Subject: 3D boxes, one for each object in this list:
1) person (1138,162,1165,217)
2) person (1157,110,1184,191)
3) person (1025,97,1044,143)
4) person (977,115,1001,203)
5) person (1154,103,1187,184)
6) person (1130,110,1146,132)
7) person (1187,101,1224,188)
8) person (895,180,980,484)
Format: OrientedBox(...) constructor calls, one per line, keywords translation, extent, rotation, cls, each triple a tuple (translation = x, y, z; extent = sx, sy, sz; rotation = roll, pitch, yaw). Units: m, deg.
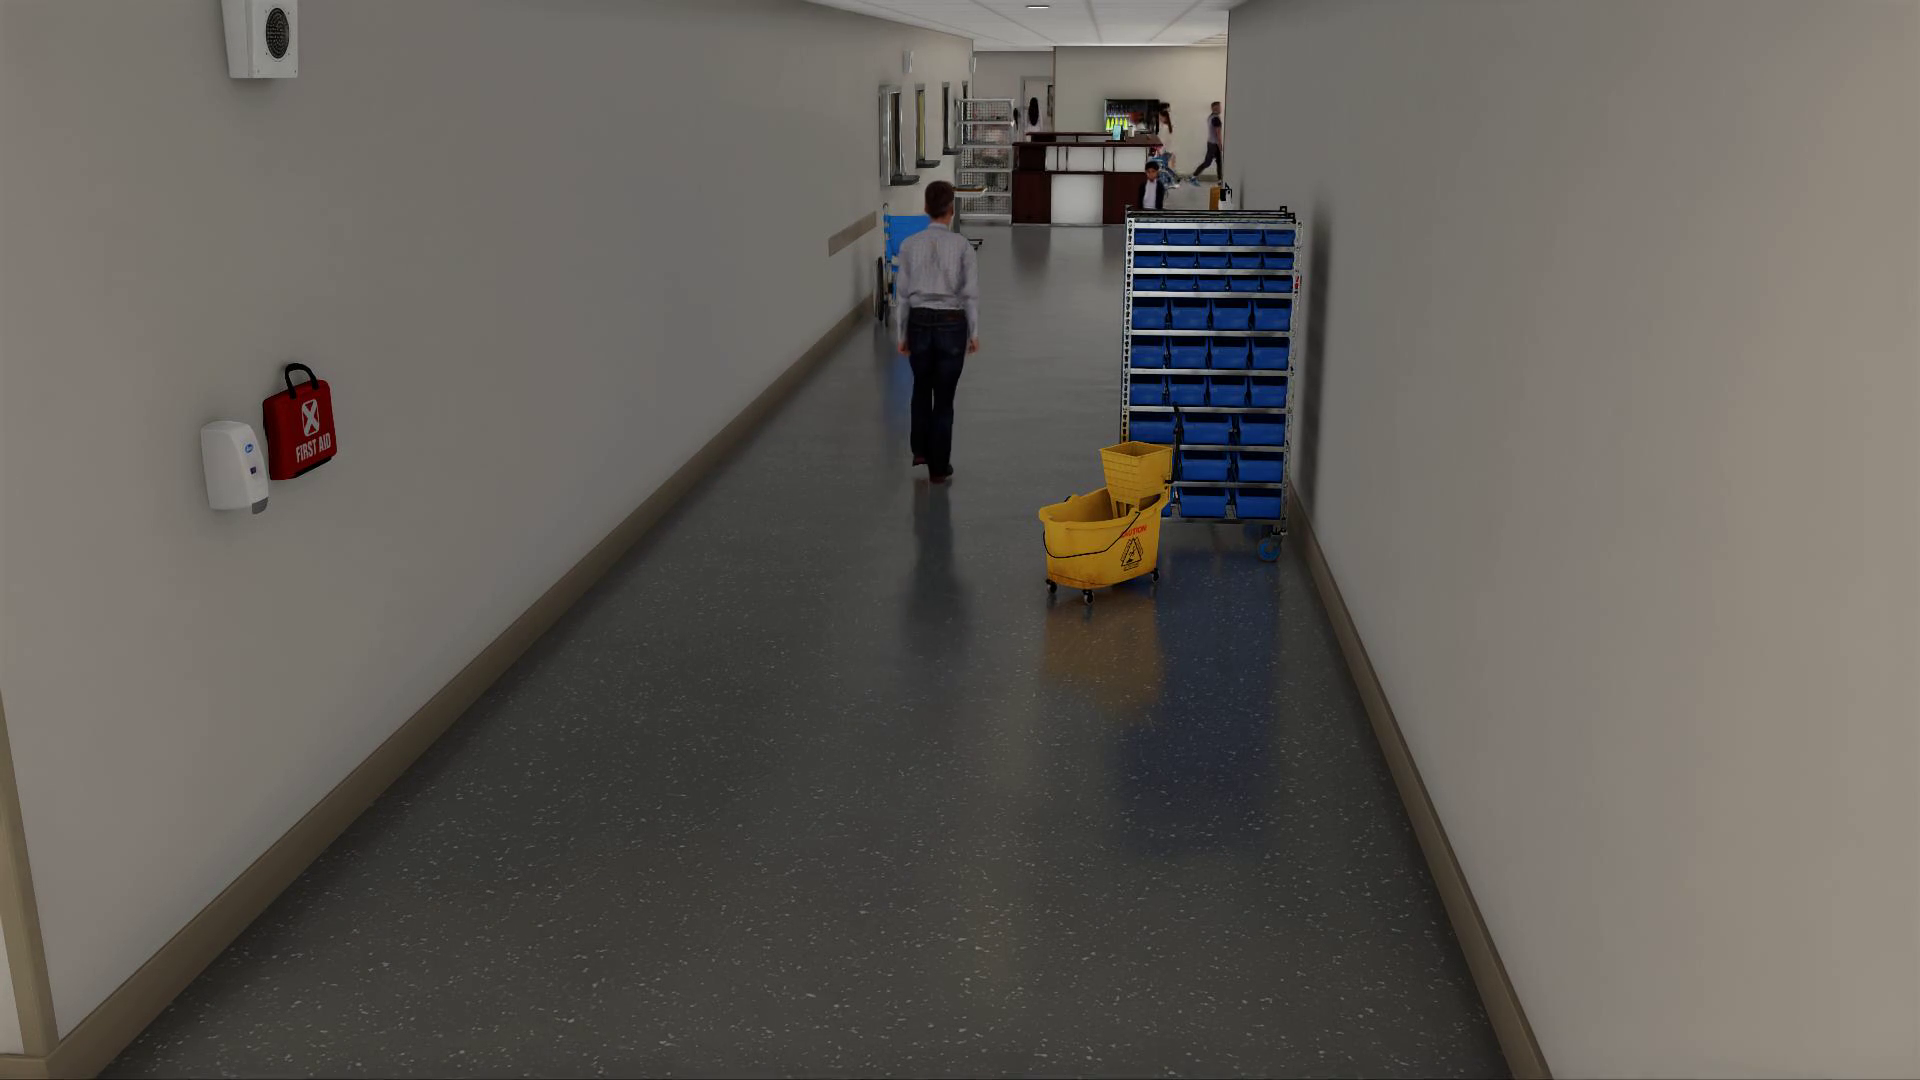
OrientedBox(translation=(2.643, -4.641, 23.152), extent=(0.694, 1.206, 0.605), rotation=(3, 16, 11), cls="person")
OrientedBox(translation=(4.256, -7.878, 33.861), extent=(0.896, 1.664, 0.748), rotation=(6, 17, 19), cls="person")
OrientedBox(translation=(1.865, -10.388, 42.501), extent=(0.494, 1.806, 0.687), rotation=(3, 16, 10), cls="person")
OrientedBox(translation=(0.578, -7.175, 31.477), extent=(1.153, 1.604, 0.856), rotation=(-3, 16, -11), cls="person")
OrientedBox(translation=(4.421, -8.732, 36.788), extent=(1.236, 1.720, 0.679), rotation=(0, 16, -1), cls="person")
OrientedBox(translation=(3.615, -7.705, 33.224), extent=(1.157, 1.676, 0.860), rotation=(-3, 16, -12), cls="person")
OrientedBox(translation=(5.306, -8.385, 35.429), extent=(1.227, 1.789, 0.771), rotation=(0, 16, 1), cls="person")
OrientedBox(translation=(-0.159, -1.242, 10.058), extent=(0.638, 1.807, 0.758), rotation=(4, 16, 15), cls="person")
